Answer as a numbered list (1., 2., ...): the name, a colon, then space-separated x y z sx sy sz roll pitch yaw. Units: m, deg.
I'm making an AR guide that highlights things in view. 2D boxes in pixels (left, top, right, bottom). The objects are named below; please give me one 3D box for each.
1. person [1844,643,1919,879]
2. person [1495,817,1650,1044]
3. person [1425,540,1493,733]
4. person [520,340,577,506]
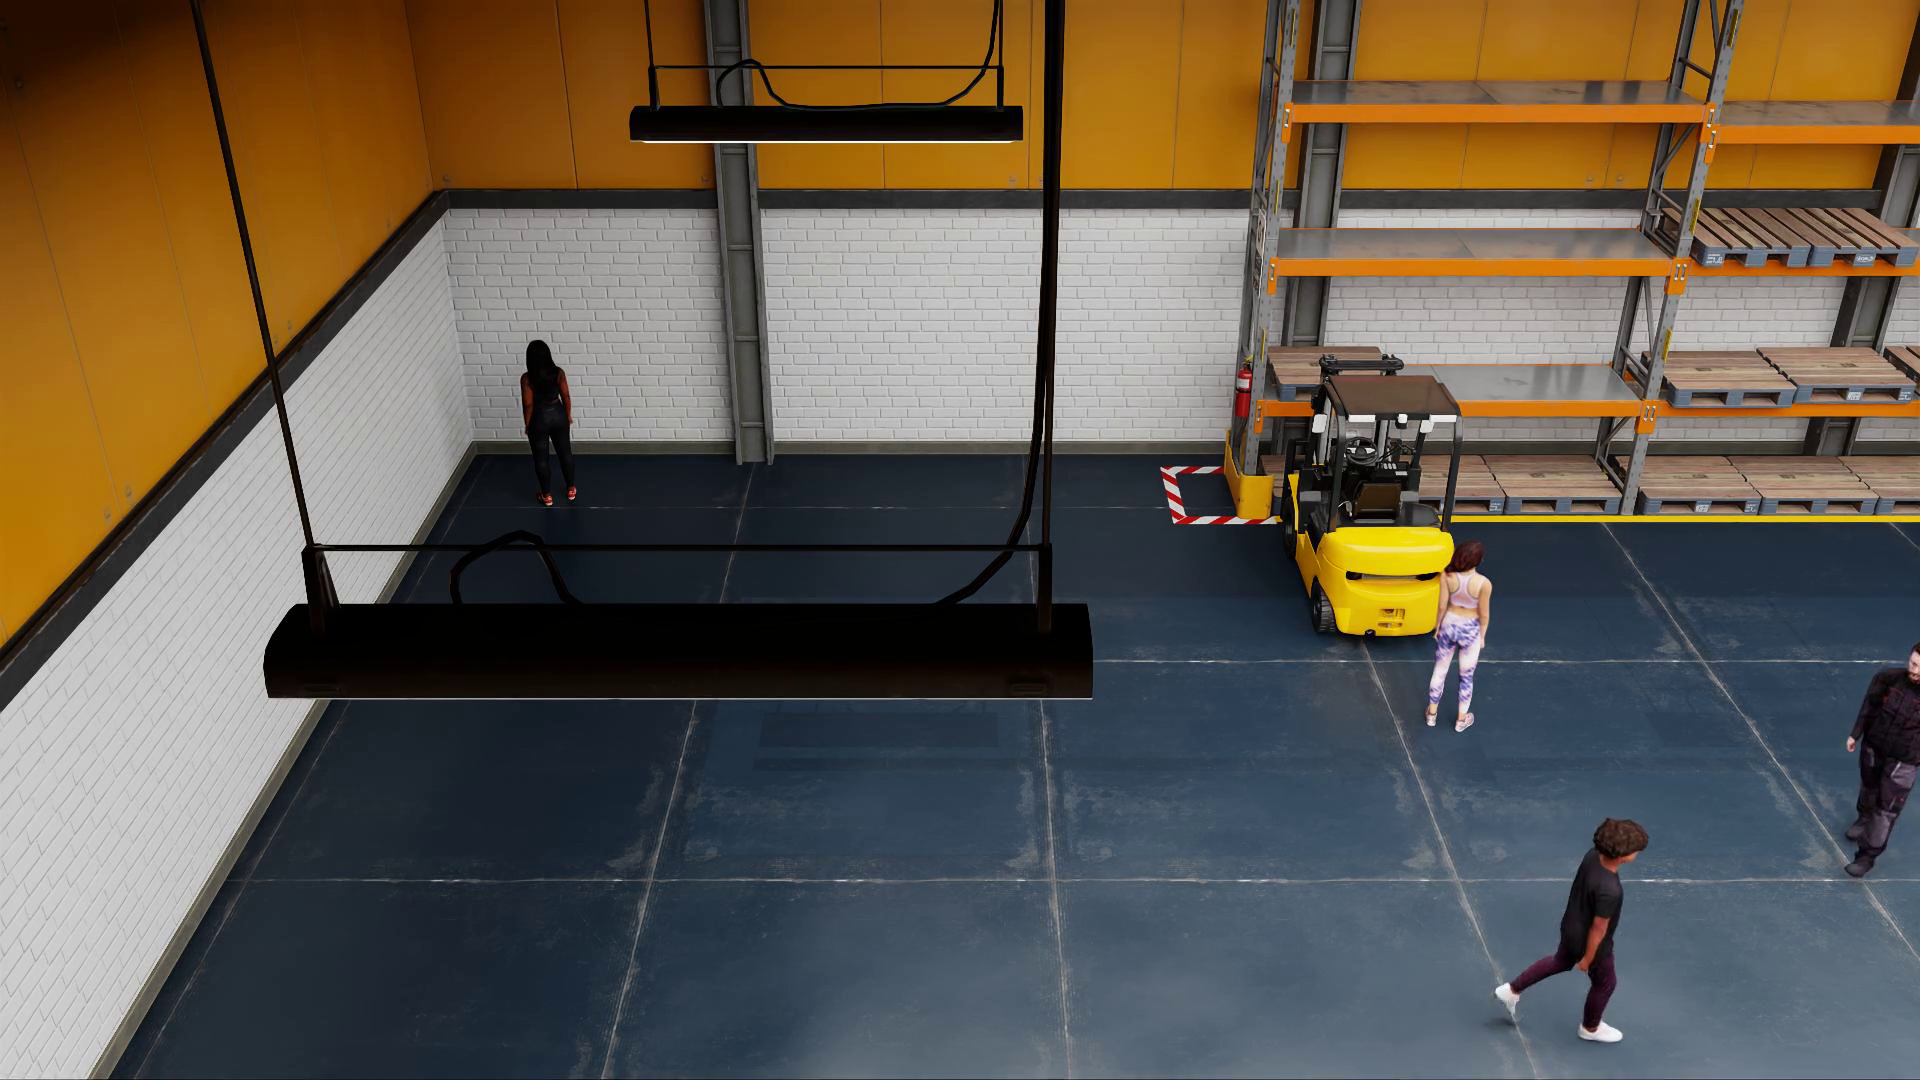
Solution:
1. person: 6.880 1.528 12.251 1.251 1.858 1.144 -22 35 -34
2. person: 3.935 2.481 10.611 1.025 1.755 0.625 -1 29 -3
3. person: 4.123 0.776 13.724 0.627 1.767 0.739 13 31 23
4. person: -4.309 -1.242 17.371 0.722 1.816 0.836 -15 32 -25
